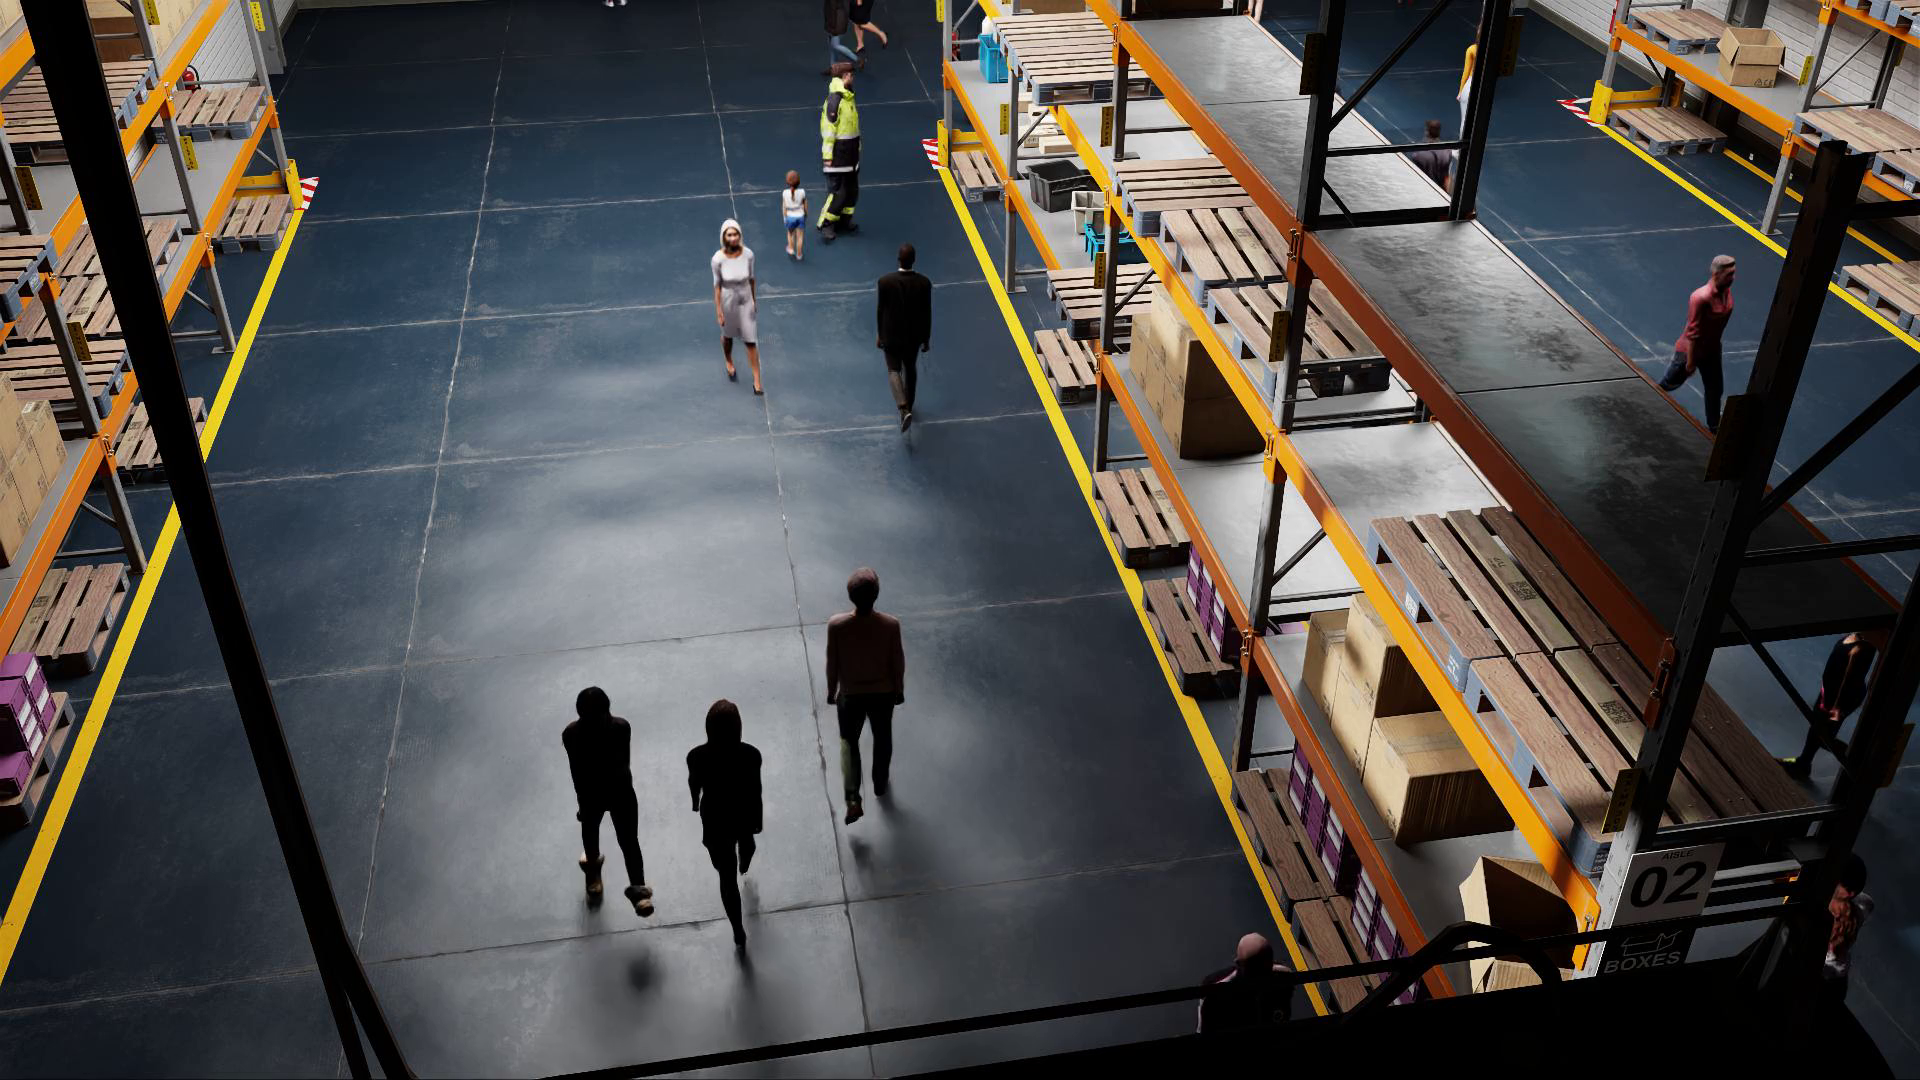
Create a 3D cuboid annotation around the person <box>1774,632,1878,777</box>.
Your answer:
[{"bbox_3d":[5.939,1.045,11.057,0.937,1.534,0.883,21,39,28],"label":"person"}]

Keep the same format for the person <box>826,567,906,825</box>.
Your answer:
[{"bbox_3d":[-0.602,1.056,10.749,0.711,1.857,1.016,-3,34,-5],"label":"person"}]

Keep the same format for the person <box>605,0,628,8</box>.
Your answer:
[{"bbox_3d":[-5.631,-9.478,26.710,0.629,1.731,0.586,-10,35,-15],"label":"person"}]

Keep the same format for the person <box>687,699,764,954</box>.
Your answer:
[{"bbox_3d":[-1.370,1.736,9.904,0.605,1.659,1.049,-5,34,-7],"label":"person"}]

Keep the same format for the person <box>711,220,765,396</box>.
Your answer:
[{"bbox_3d":[-2.171,-2.253,15.869,0.746,1.700,1.127,-13,36,-19],"label":"person"}]

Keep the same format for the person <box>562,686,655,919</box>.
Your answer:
[{"bbox_3d":[-2.136,1.653,10.055,0.628,1.630,1.005,-7,34,-10],"label":"person"}]

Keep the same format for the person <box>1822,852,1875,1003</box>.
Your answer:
[{"bbox_3d":[4.588,2.423,8.895,0.797,1.632,1.211,2,34,3],"label":"person"}]

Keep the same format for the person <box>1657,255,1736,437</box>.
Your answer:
[{"bbox_3d":[6.581,-1.744,15.024,1.037,1.788,1.301,-20,39,-28],"label":"person"}]

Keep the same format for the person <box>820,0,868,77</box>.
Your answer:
[{"bbox_3d":[-1.683,-7.350,23.616,0.853,1.612,0.953,4,34,6],"label":"person"}]

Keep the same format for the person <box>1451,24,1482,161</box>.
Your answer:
[{"bbox_3d":[6.493,-5.659,20.949,0.594,1.749,0.545,-4,34,-5],"label":"person"}]

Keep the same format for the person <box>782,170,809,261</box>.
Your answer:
[{"bbox_3d":[-1.835,-3.600,18.518,0.443,1.011,0.535,-3,34,-5],"label":"person"}]

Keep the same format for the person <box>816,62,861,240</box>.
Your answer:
[{"bbox_3d":[-1.390,-4.381,18.863,1.097,1.929,0.913,18,38,25],"label":"person"}]

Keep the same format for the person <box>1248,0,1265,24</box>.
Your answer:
[{"bbox_3d":[4.584,-8.600,25.377,0.749,1.745,0.638,-21,39,-29],"label":"person"}]

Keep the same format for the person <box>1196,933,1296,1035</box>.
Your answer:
[{"bbox_3d":[1.374,2.592,8.470,0.690,1.821,0.830,-6,34,-9],"label":"person"}]

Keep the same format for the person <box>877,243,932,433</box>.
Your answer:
[{"bbox_3d":[-0.503,-1.810,15.135,0.640,1.774,1.008,-5,34,-7],"label":"person"}]

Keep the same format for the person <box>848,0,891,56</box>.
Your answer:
[{"bbox_3d":[-1.391,-7.972,24.523,0.810,1.645,0.799,-11,35,-15],"label":"person"}]

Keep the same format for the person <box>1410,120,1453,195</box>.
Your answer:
[{"bbox_3d":[5.038,-3.590,17.849,0.709,1.734,1.015,-10,35,-14],"label":"person"}]
